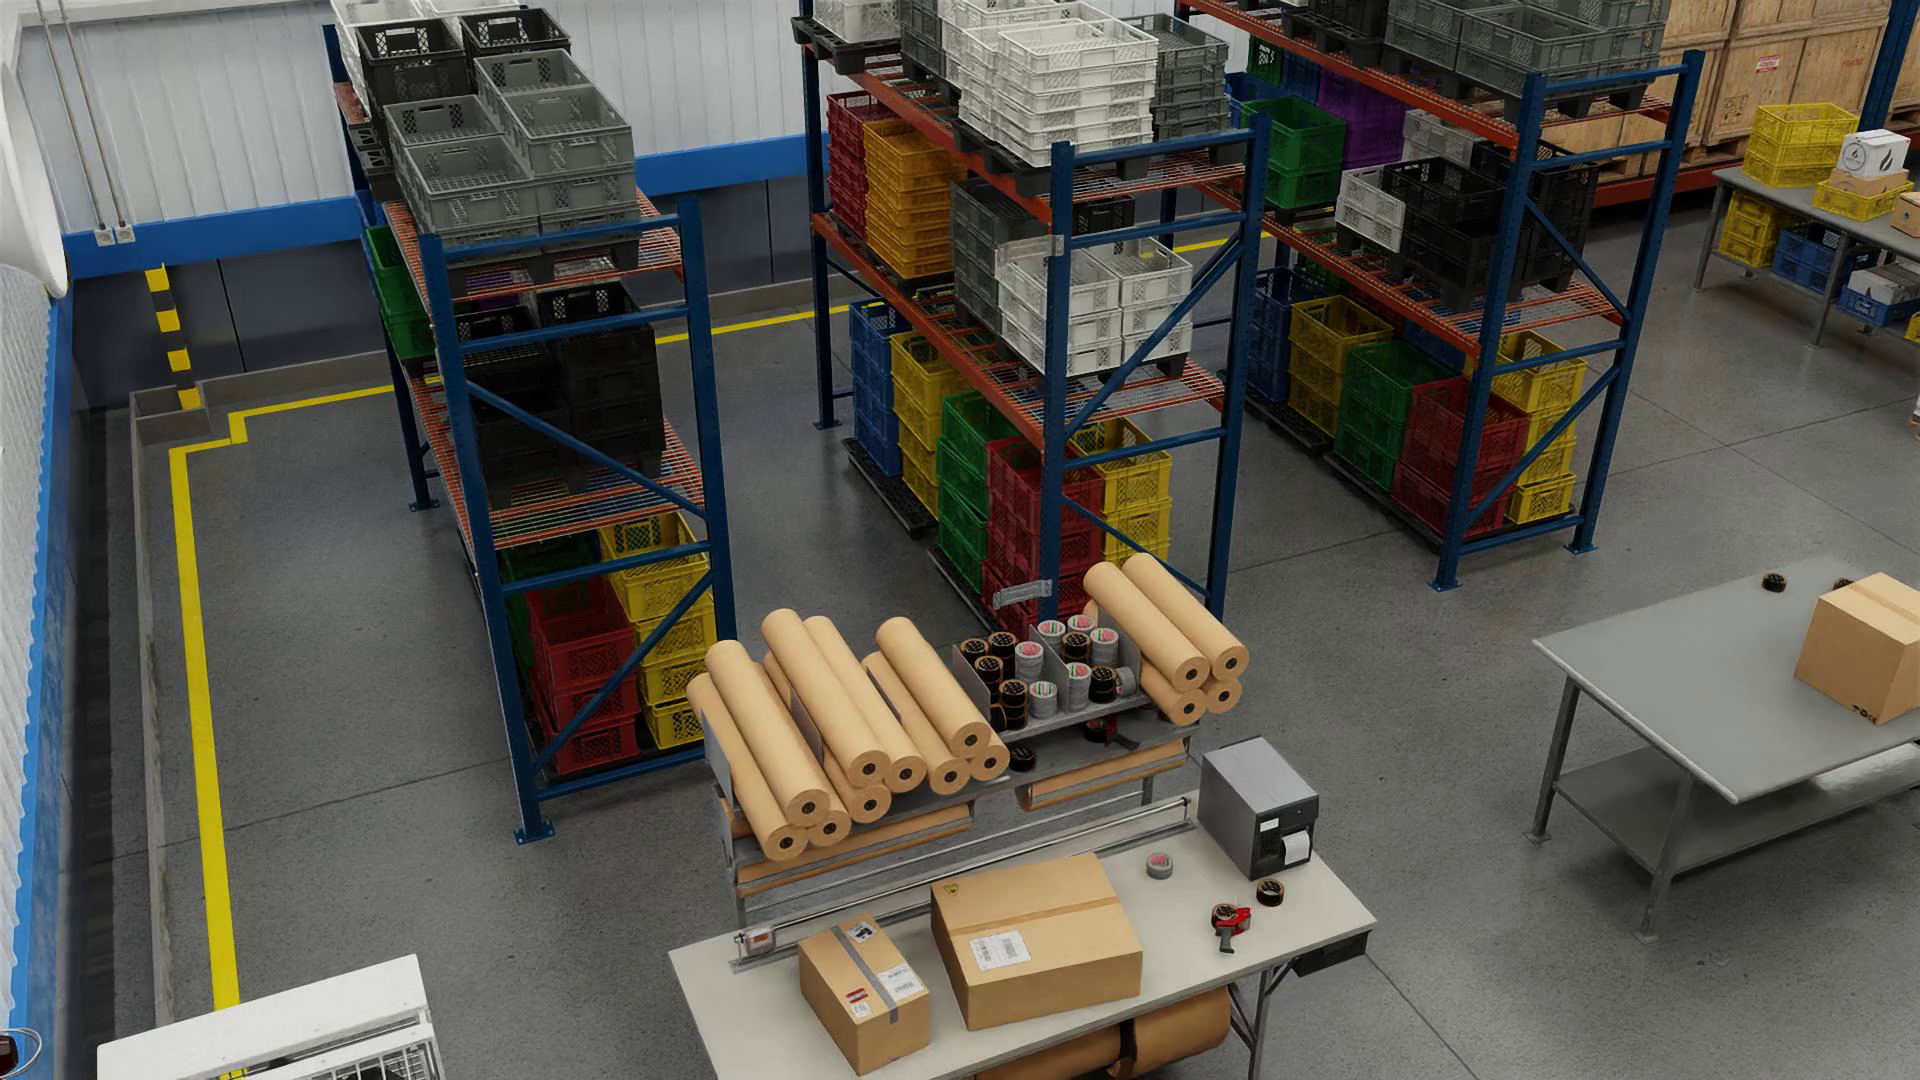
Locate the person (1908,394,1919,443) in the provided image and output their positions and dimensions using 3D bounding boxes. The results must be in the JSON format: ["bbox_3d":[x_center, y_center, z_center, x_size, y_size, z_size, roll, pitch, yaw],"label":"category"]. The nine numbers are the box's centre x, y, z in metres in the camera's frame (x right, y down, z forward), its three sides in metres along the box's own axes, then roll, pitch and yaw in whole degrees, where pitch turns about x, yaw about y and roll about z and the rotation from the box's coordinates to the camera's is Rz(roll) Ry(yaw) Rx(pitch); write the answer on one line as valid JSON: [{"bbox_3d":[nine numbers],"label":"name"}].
[{"bbox_3d":[6.647,-1.507,10.878,0.340,1.881,0.582,11,33,17],"label":"person"}]
